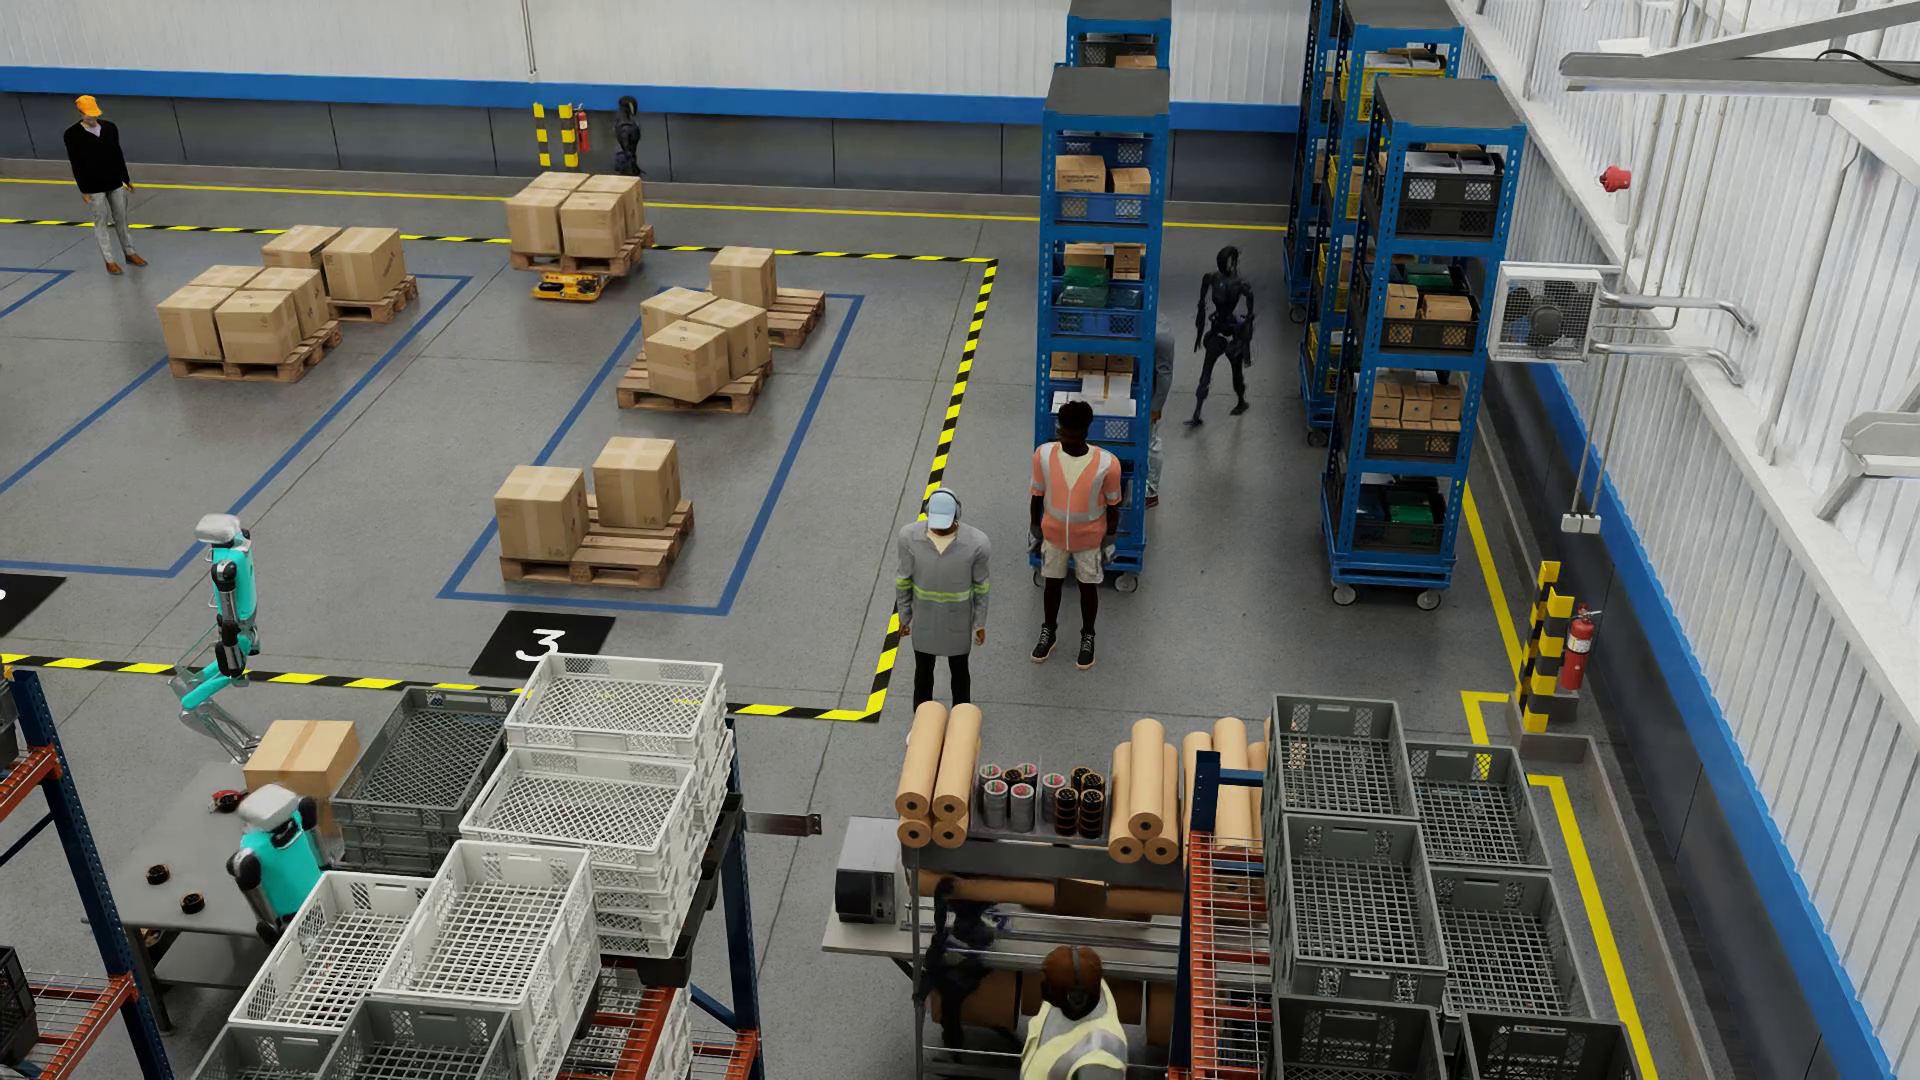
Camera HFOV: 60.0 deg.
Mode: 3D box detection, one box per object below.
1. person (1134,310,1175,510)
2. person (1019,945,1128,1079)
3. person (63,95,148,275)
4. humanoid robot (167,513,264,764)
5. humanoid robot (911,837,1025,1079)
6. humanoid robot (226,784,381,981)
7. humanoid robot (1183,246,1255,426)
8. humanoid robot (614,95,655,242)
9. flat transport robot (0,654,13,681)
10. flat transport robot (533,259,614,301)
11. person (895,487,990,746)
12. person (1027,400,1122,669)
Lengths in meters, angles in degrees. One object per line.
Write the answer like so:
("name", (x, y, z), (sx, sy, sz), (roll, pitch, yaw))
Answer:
("person", (1.419, -1.151, 12.993), (0.352, 1.935, 0.634), (-12, 32, -20))
("person", (0.459, 2.408, 6.974), (0.429, 1.841, 0.633), (-5, 31, -8))
("person", (-9.000, -3.747, 17.511), (0.386, 1.878, 0.585), (19, 35, 29))
("humanoid robot", (-4.519, 0.627, 10.009), (0.735, 1.672, 0.533), (-5, 31, -9))
("humanoid robot", (0.075, 1.975, 7.892), (0.478, 1.644, 0.590), (18, 35, 28))
("humanoid robot", (-2.882, 1.948, 7.876), (0.797, 1.774, 0.546), (9, 31, 14))
("humanoid robot", (2.293, -1.757, 14.342), (0.586, 1.625, 0.785), (22, 37, 33))
("humanoid robot", (-3.709, -4.057, 18.249), (0.581, 1.632, 0.608), (-2, 30, -4))
("flat transport robot", (-7.142, 0.969, 11.010), (1.431, 0.231, 0.659), (3, 30, 6))
("flat transport robot", (-3.967, -2.905, 17.636), (0.652, 0.197, 1.431), (4, 30, 7))
("person", (-0.114, 0.485, 10.271), (0.587, 1.849, 0.389), (3, 30, 6))
("person", (0.746, -0.036, 11.049), (0.613, 1.962, 0.361), (9, 31, 15))
